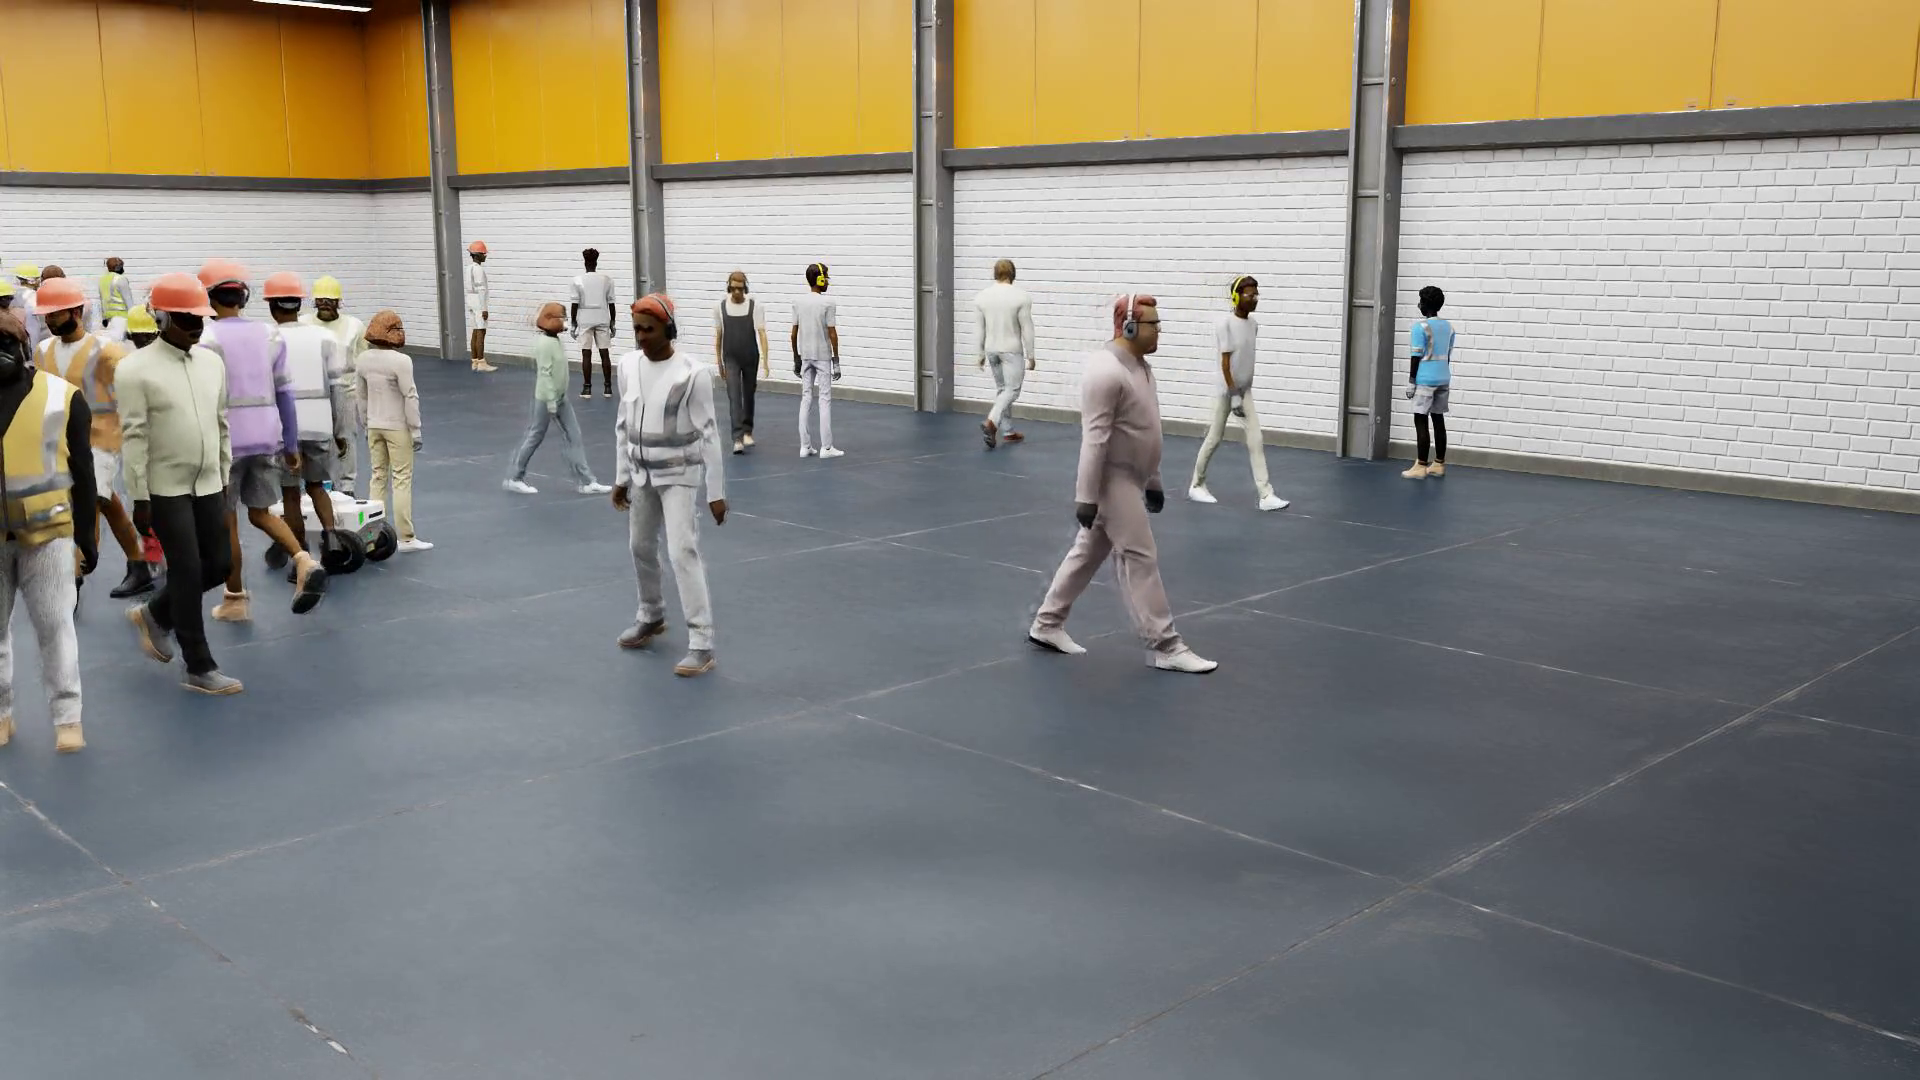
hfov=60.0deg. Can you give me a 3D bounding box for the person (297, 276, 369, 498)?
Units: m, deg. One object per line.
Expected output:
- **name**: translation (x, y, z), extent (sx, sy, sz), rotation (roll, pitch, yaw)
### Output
- **person**: translation (-4.951, -1.166, 13.109), extent (0.626, 1.813, 0.432), rotation (-3, 11, -16)

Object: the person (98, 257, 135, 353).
- **person**: translation (-13.133, -3.490, 25.836), extent (0.617, 1.810, 0.943), rotation (8, 13, 37)

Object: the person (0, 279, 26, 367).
- **person**: translation (-9.806, -1.830, 17.055), extent (0.840, 1.704, 0.551), rotation (8, 13, 37)

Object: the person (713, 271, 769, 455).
- **person**: translation (-2.167, -1.767, 16.516), extent (0.534, 1.792, 1.010), rotation (-1, 10, -6)

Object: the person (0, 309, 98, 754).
- **person**: translation (-3.904, -0.026, 6.872), extent (0.627, 1.851, 0.429), rotation (-5, 11, -23)

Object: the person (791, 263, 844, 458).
- **person**: translation (-1.377, -1.719, 16.002), extent (0.533, 1.864, 0.310), rotation (5, 12, 27)

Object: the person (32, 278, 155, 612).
- **person**: translation (-5.055, -0.539, 9.492), extent (0.550, 1.881, 1.002), rotation (4, 11, 19)

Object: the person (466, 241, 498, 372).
- **person**: translation (-7.518, -3.655, 26.068), extent (0.378, 2.044, 0.608), rotation (-7, 12, -32)

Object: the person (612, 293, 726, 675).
- **person**: translation (-1.475, -0.296, 8.301), extent (0.783, 1.853, 0.539), rotation (7, 13, 34)

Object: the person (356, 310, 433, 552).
- **person**: translation (-3.841, -0.731, 11.240), extent (0.507, 1.633, 0.276), rotation (5, 12, 27)

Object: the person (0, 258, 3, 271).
- **person**: translation (-13.781, -3.168, 23.838), extent (0.617, 1.877, 1.010), rotation (9, 14, 40)

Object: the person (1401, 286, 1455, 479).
- **person**: translation (4.127, -1.380, 14.630), extent (0.532, 1.694, 0.319), rotation (-8, 13, -38)

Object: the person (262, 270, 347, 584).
- **person**: translation (-4.006, -0.665, 10.080), extent (0.564, 1.920, 0.489), rotation (-9, 14, -41)

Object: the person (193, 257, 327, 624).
- **person**: translation (-3.856, -0.515, 9.031), extent (0.715, 2.019, 0.640), rotation (7, 12, 33)

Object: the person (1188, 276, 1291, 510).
- **person**: translation (2.177, -1.147, 13.048), extent (0.503, 1.808, 1.003), rotation (-8, 13, -36)

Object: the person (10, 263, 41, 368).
- **person**: translation (-11.366, -2.465, 20.275), extent (0.587, 1.798, 0.898), rotation (10, 14, 42)

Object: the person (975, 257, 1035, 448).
- **person**: translation (0.420, -1.886, 16.772), extent (0.636, 1.916, 0.868), rotation (7, 12, 33)

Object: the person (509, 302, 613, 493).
- **person**: translation (-3.347, -1.157, 13.683), extent (0.882, 1.587, 0.512), rotation (2, 11, 10)

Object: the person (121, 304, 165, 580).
- **person**: translation (-5.105, -0.655, 10.612), extent (0.525, 1.719, 0.834), rotation (-3, 11, -16)

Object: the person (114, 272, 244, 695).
- **person**: translation (-3.697, -0.264, 7.793), extent (0.687, 1.968, 0.618), rotation (4, 11, 23)

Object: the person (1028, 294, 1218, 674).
- **person**: translation (0.780, -0.289, 8.253), extent (1.007, 1.855, 0.663), rotation (4, 11, 18)

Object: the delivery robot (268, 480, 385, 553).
- **delivery robot**: translation (-4.094, -0.142, 10.719), extent (0.707, 0.478, 0.477), rotation (1, 10, 8)

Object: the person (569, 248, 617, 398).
- **person**: translation (-4.835, -2.855, 21.915), extent (0.615, 1.964, 0.361), rotation (-5, 11, -24)

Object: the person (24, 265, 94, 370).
- **person**: translation (-8.775, -1.752, 16.242), extent (0.429, 1.845, 0.621), rotation (10, 14, 43)
